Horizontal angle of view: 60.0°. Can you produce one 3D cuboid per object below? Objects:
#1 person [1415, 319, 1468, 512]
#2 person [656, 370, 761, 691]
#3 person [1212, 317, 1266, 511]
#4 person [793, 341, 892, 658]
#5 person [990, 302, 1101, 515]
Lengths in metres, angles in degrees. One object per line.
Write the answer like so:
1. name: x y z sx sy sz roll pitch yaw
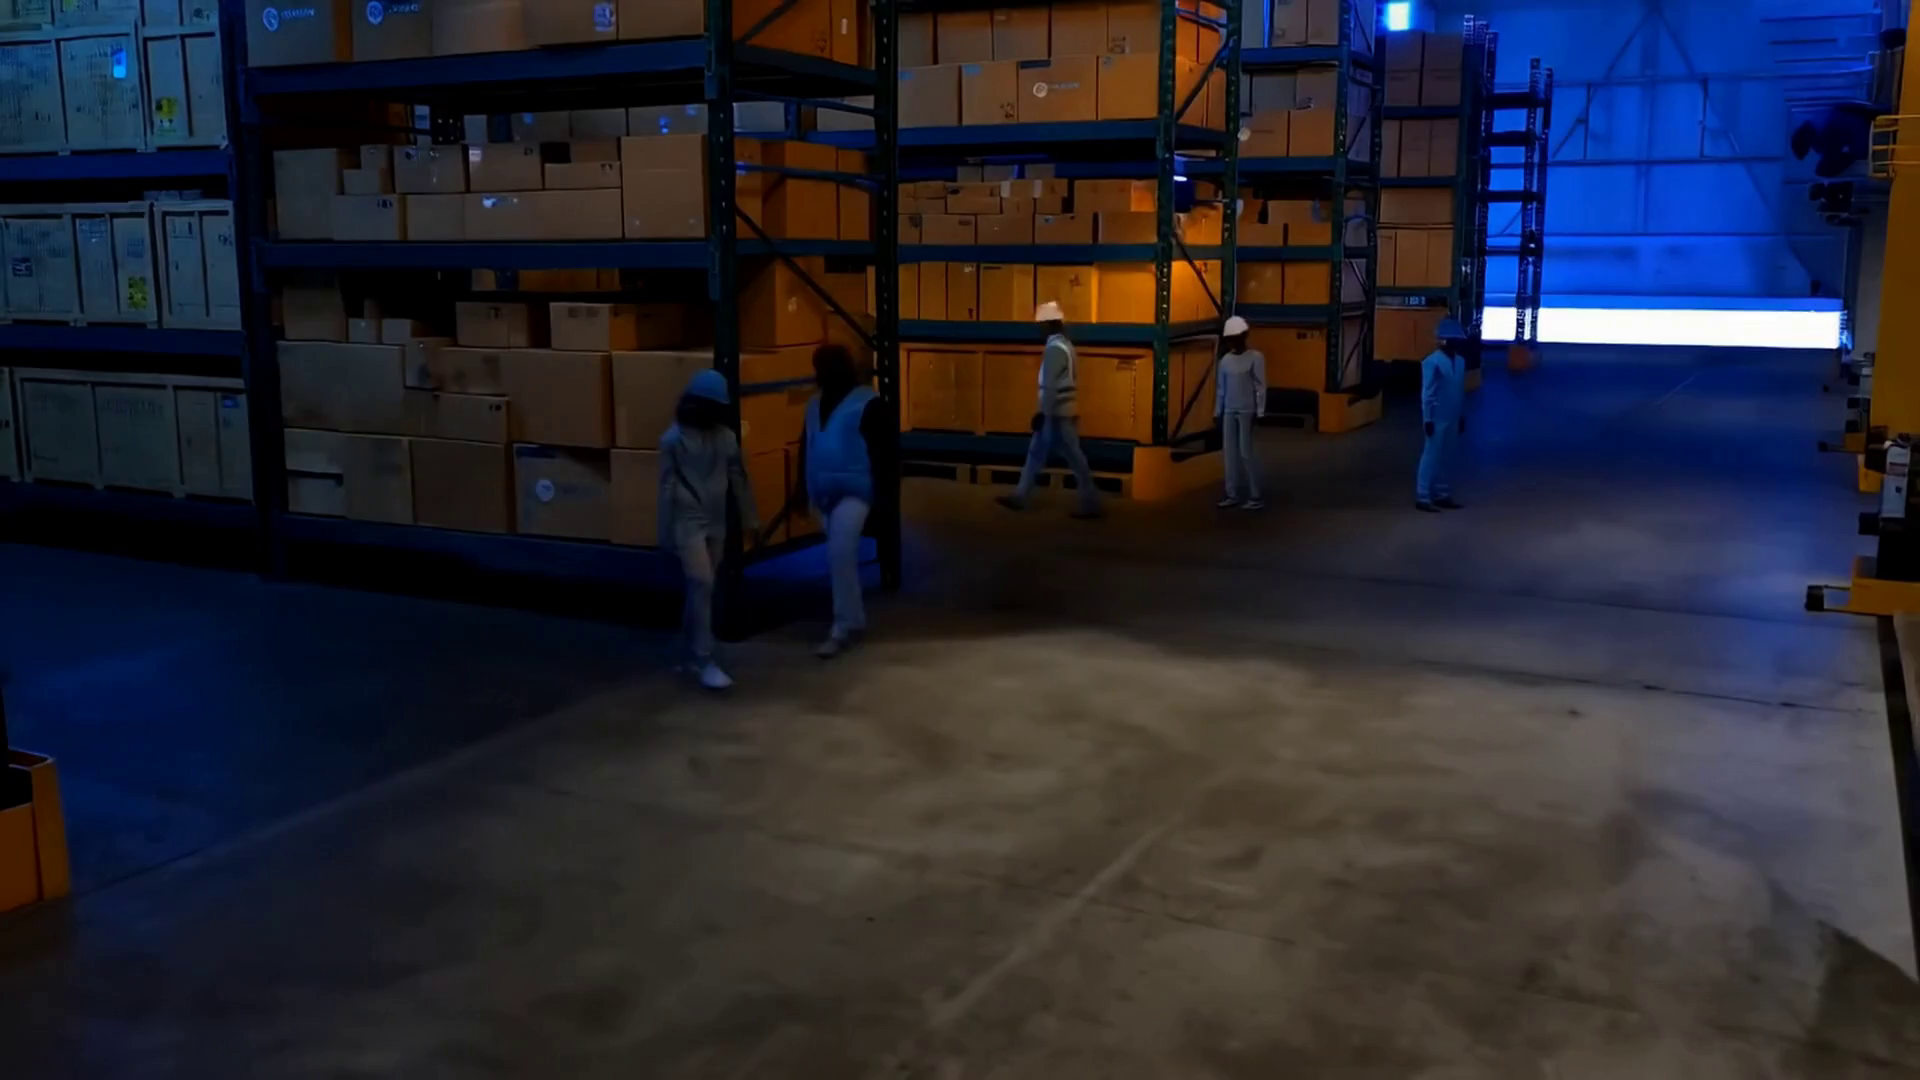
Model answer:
1. person: 4.393 -1.124 15.048 0.567 1.742 0.351 -7 12 -36
2. person: -1.340 -0.059 8.994 0.749 1.701 0.490 8 13 38
3. person: 2.537 -1.154 15.175 0.394 1.749 0.536 -7 12 -34
4. person: -0.770 -0.232 9.669 0.640 1.816 0.694 9 13 42
5. person: 0.802 -1.151 14.758 0.997 1.894 0.615 0 10 -1
